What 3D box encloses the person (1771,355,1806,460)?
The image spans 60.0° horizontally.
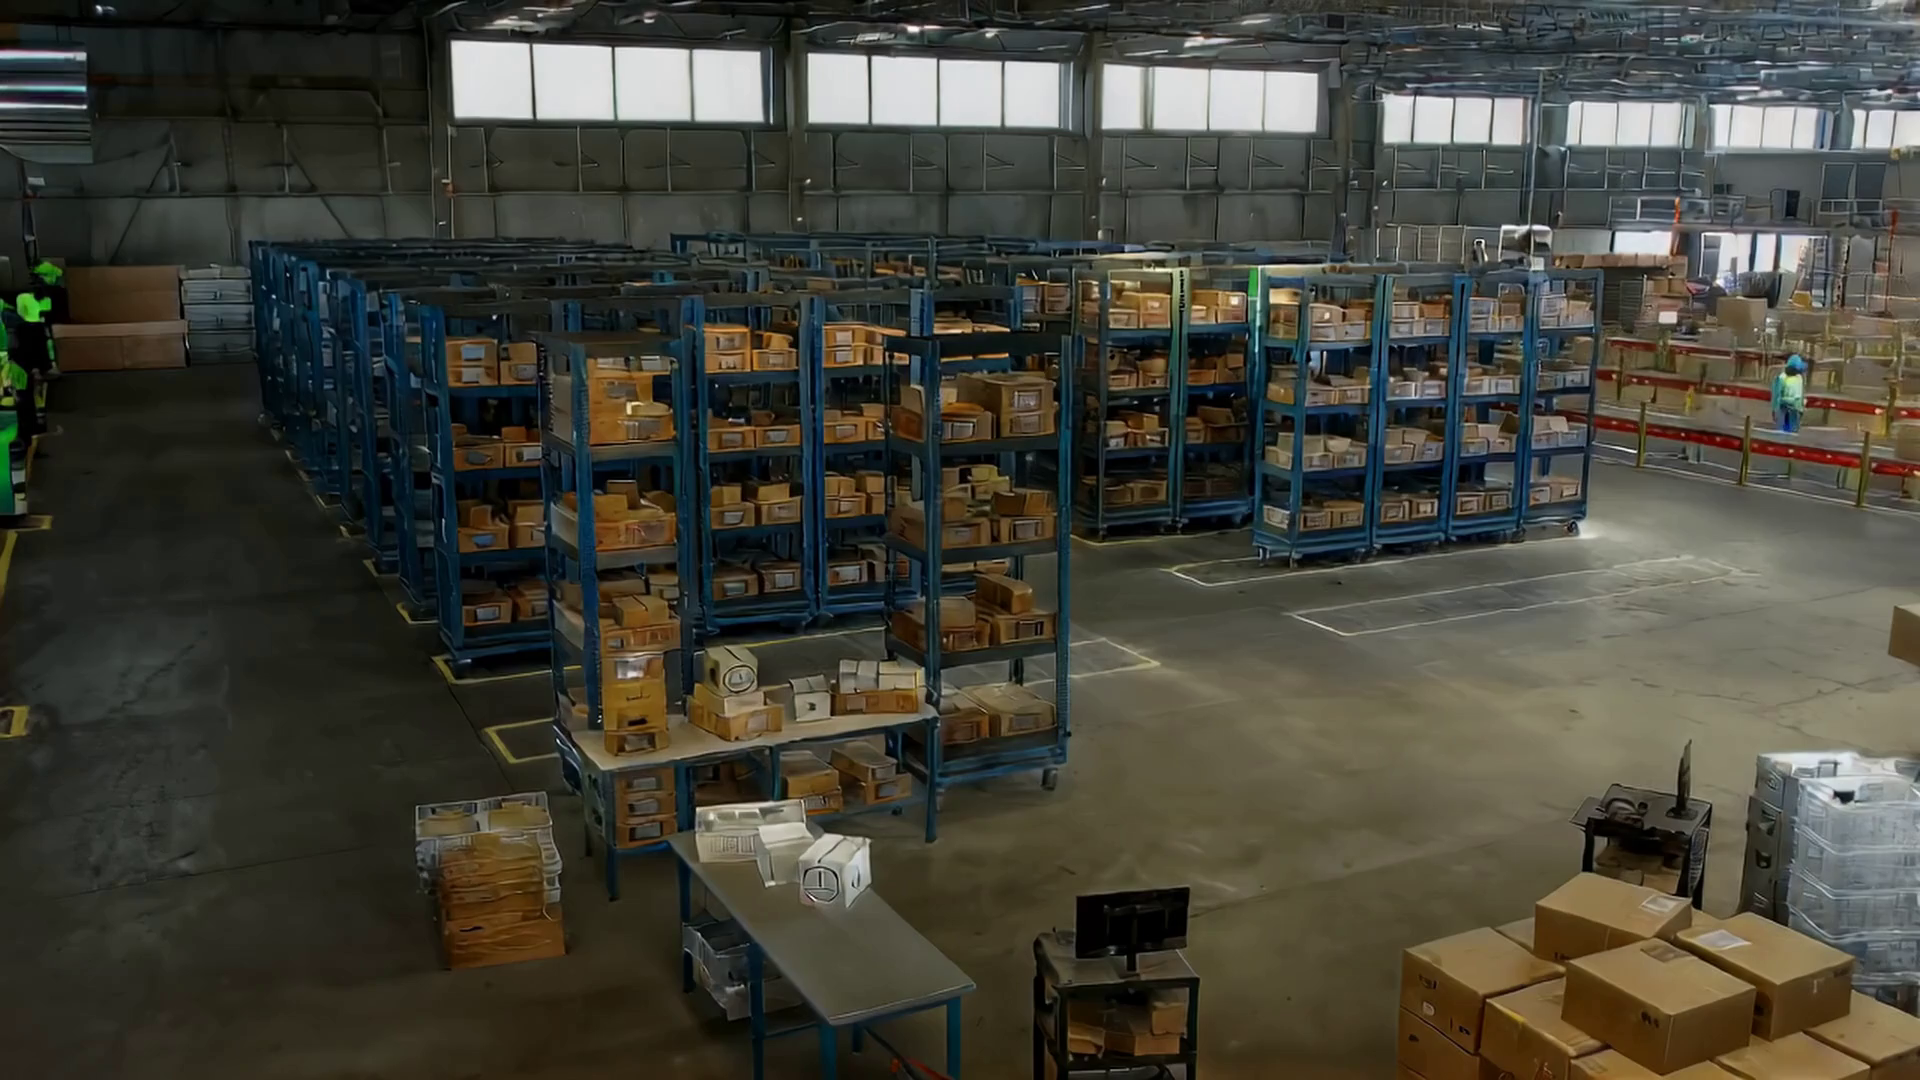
[{"bbox_3d":[14.247,-2.271,28.615,0.591,1.826,0.403,-1,12,-6],"label":"person"}]

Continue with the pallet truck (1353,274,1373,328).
[{"bbox_3d":[13.011,-8.050,55.243,0.823,1.965,1.885,-7,14,-28],"label":"pallet truck"}]

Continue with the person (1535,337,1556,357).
[{"bbox_3d":[14.237,-4.701,40.436,0.497,1.633,0.285,2,12,10],"label":"person"}]
